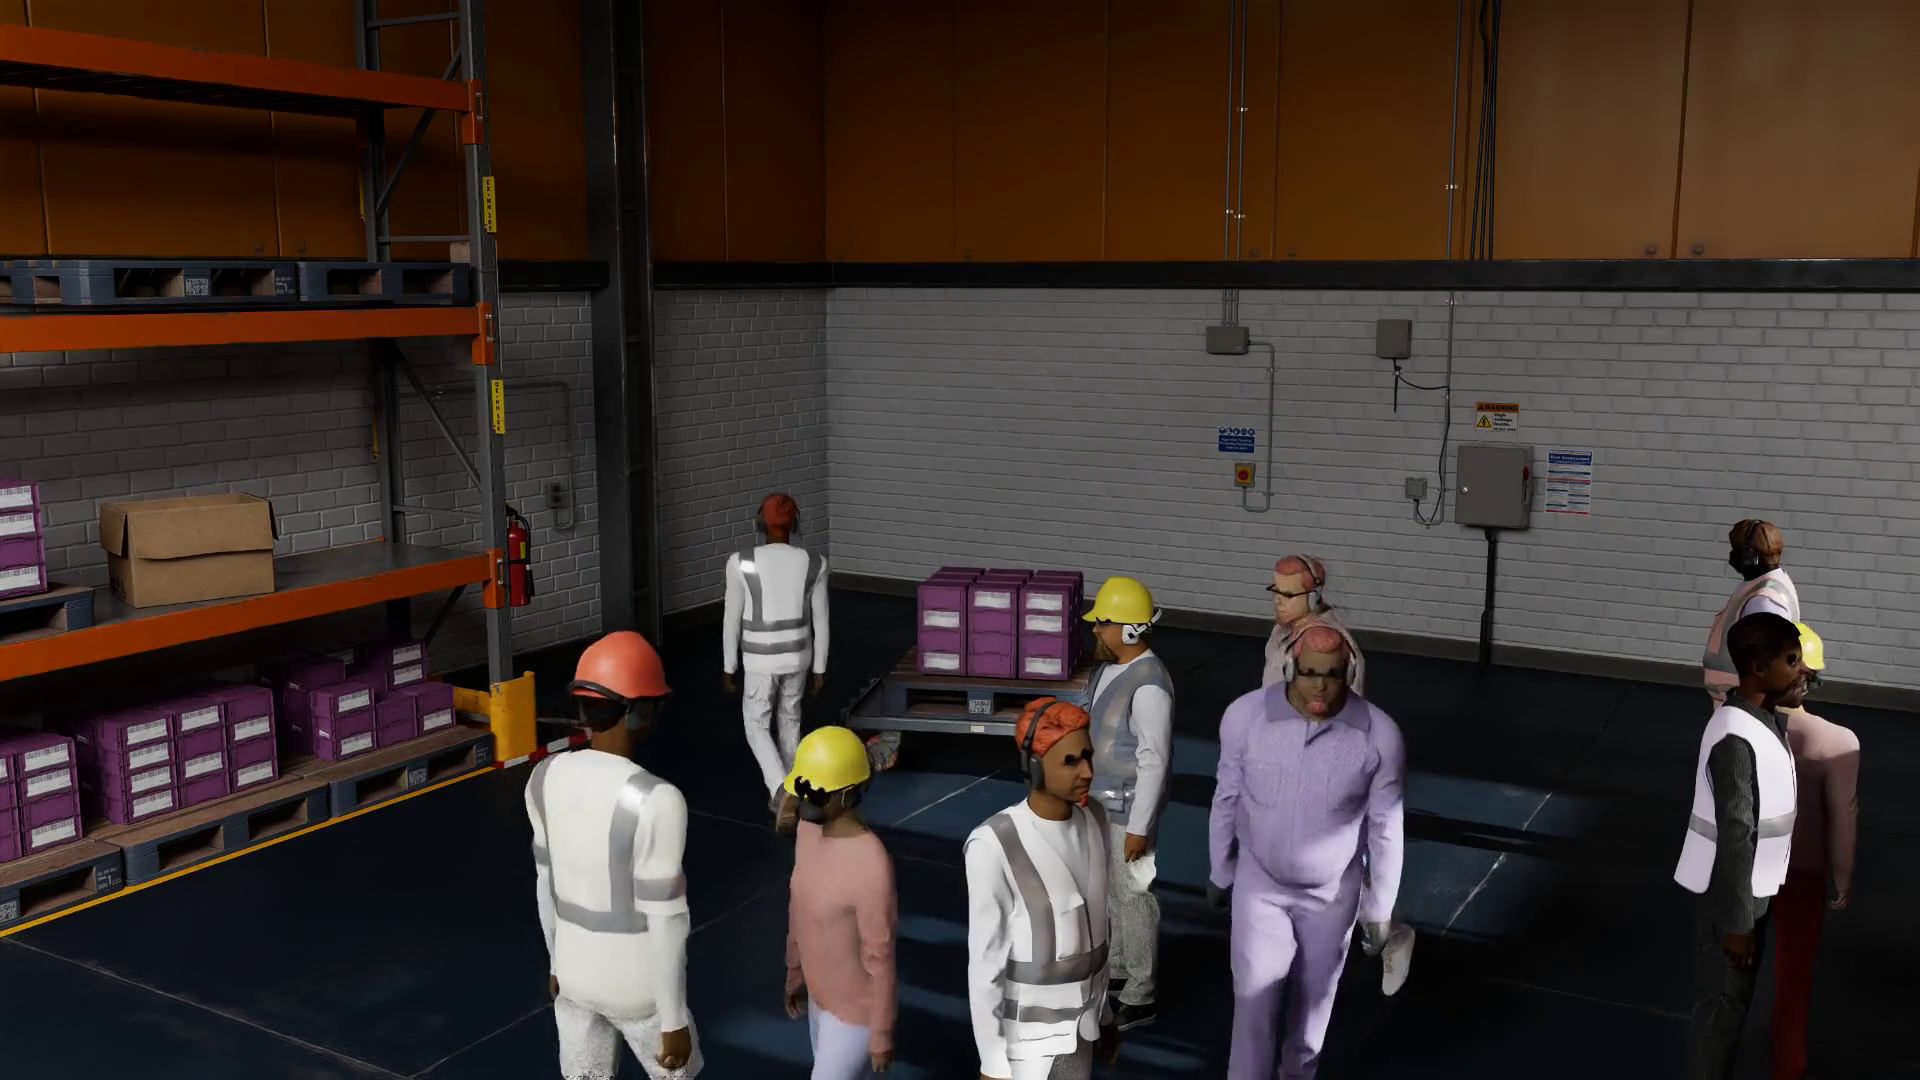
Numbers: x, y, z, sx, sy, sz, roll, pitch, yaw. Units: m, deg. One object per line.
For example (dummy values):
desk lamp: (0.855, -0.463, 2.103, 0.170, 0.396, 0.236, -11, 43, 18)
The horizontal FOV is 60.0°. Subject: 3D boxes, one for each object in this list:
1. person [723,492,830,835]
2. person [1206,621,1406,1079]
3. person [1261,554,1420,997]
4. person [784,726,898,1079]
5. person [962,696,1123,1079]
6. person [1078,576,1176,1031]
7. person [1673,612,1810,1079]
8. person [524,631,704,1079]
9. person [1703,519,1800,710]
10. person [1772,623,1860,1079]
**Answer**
person: (-0.971, 0.671, 8.998, 0.582, 1.862, 0.734, -4, 10, -22)
person: (1.153, 1.206, 5.616, 0.658, 1.867, 0.858, 2, 9, 11)
person: (1.570, 0.980, 7.027, 0.674, 1.886, 0.673, -1, 9, -5)
person: (-0.287, 1.371, 5.021, 0.712, 1.741, 0.530, -5, 10, -27)
person: (0.241, 1.361, 4.617, 0.353, 1.883, 0.572, 8, 12, 39)
person: (0.648, 1.050, 6.718, 0.403, 1.833, 0.586, -2, 9, -11)
person: (2.624, 1.183, 5.608, 0.392, 1.922, 0.592, 5, 10, 28)
person: (-1.000, 1.259, 4.859, 0.624, 2.015, 0.858, 6, 11, 35)
person: (3.883, 0.809, 8.199, 0.429, 1.839, 0.629, 4, 10, 25)
person: (3.021, 1.178, 6.149, 0.528, 1.762, 0.347, 8, 12, 41)
